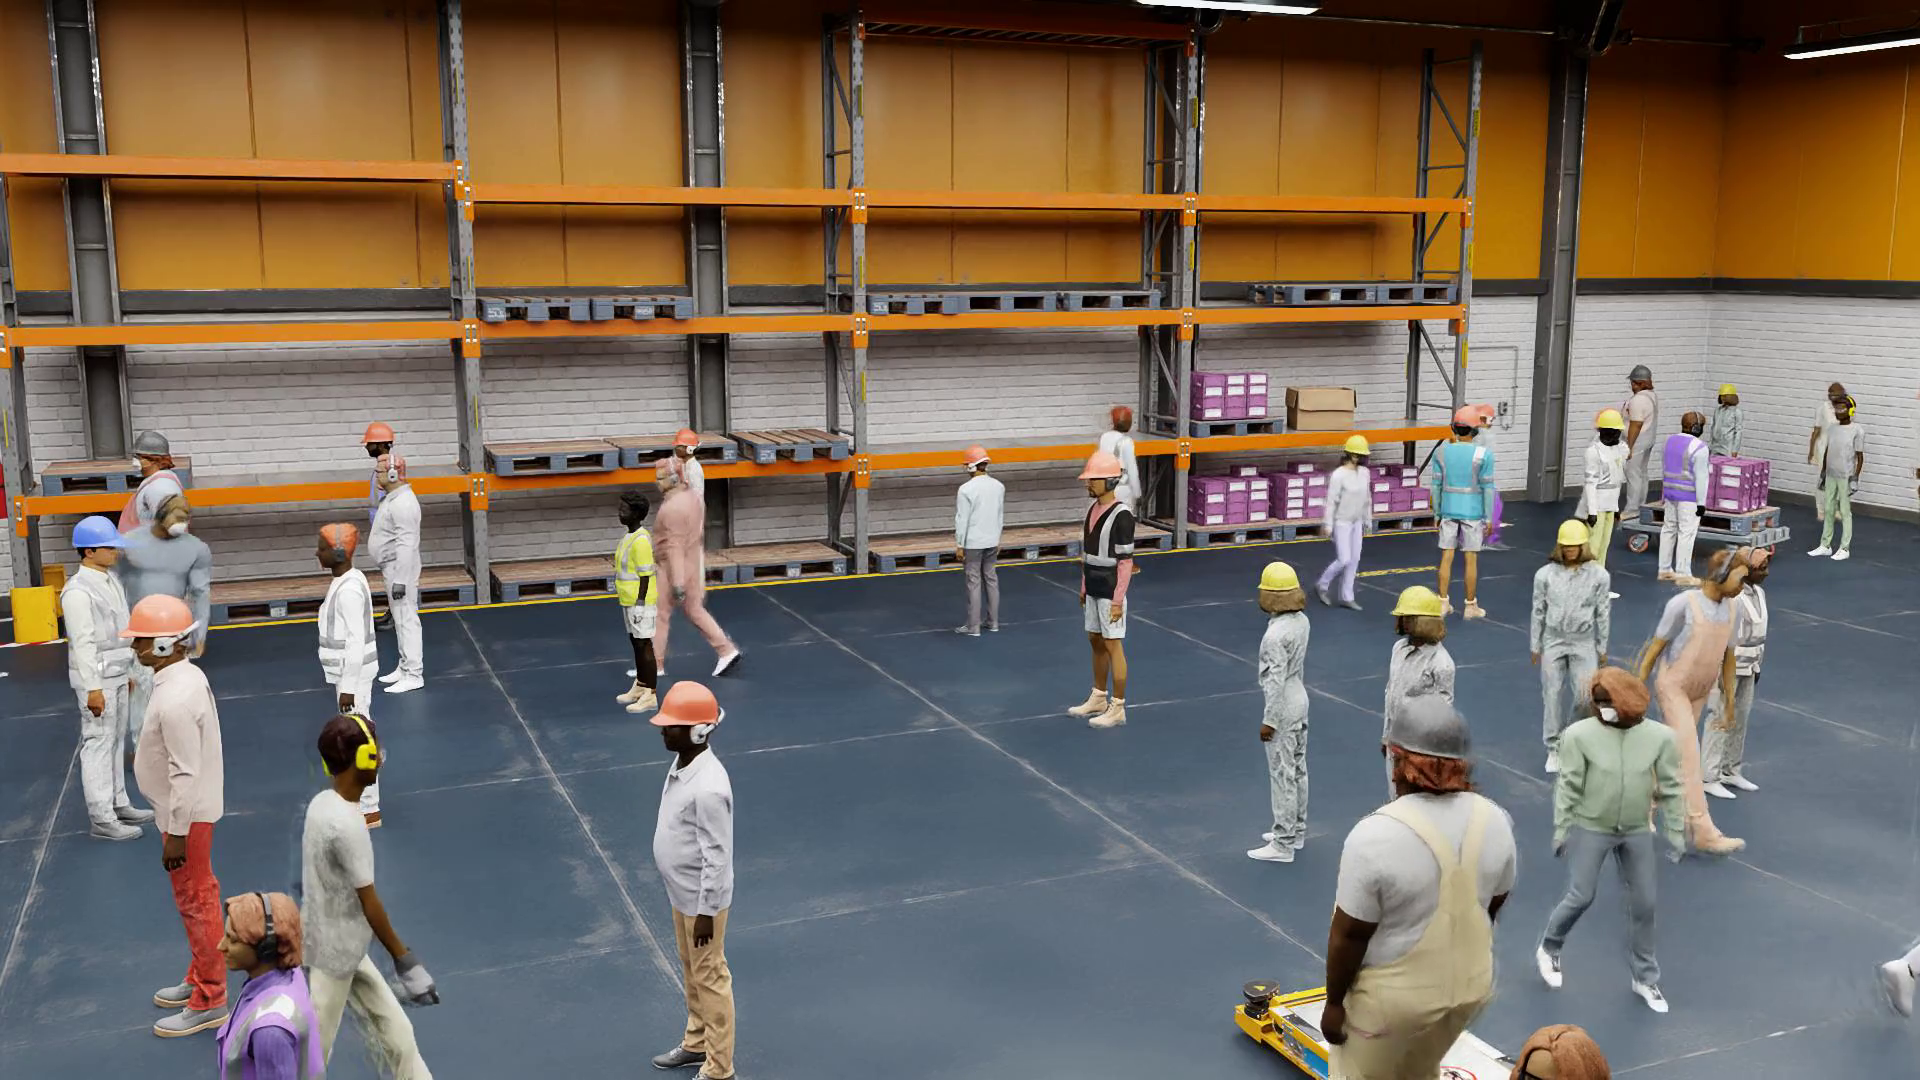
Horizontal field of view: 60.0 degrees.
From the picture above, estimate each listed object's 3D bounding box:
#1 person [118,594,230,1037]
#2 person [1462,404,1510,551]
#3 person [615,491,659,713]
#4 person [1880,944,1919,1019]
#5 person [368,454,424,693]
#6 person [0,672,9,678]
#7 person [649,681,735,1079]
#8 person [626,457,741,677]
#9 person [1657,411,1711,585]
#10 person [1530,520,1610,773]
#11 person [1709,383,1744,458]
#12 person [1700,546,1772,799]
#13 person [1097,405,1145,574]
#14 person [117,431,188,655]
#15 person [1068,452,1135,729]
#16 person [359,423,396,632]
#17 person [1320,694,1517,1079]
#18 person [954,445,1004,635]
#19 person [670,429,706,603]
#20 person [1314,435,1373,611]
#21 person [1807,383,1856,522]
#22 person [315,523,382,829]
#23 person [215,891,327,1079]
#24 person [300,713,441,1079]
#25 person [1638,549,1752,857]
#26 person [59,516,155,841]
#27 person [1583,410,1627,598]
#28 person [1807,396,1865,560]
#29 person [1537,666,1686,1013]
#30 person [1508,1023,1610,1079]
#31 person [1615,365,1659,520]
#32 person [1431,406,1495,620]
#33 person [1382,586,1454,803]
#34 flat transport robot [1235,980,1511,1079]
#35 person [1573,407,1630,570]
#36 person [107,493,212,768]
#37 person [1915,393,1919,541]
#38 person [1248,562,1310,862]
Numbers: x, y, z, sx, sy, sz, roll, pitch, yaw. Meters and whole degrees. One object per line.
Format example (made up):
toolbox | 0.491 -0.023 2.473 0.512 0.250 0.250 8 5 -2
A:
person | -3.518 1.223 7.503 0.382 1.995 0.612 -4 11 -23
person | 6.195 -0.725 19.489 0.665 1.720 0.575 -3 10 -14
person | -2.478 0.463 12.727 0.318 1.700 0.535 -4 11 -23
person | 4.525 1.328 7.317 0.649 1.851 0.542 1 10 7
person | -4.511 0.259 13.310 0.407 1.908 0.641 -4 11 -23
person | -8.181 0.358 13.557 0.559 1.617 0.530 -5 11 -26
person | -1.115 1.440 6.933 0.322 1.755 0.563 -4 11 -23
person | -2.278 0.233 13.598 0.917 1.859 0.648 2 10 9
person | 7.665 -0.444 17.582 0.430 1.836 0.628 -3 10 -16
person | 4.076 0.718 11.152 0.501 1.731 0.362 4 10 20
person | 10.272 -1.233 22.371 0.288 1.746 0.487 -4 11 -23
person | 5.009 0.844 10.734 0.520 1.634 0.316 -8 13 -39
person | 1.744 -0.537 17.993 0.480 1.869 0.613 -6 11 -30
person | -6.673 0.112 13.767 0.537 2.000 0.682 -4 11 -23
person | 1.049 0.366 12.298 0.378 2.044 0.607 -4 11 -23
person | -5.328 -0.121 15.410 0.361 1.938 0.545 -4 11 -23
person | 1.565 1.502 5.757 0.710 2.000 0.678 -4 11 -24
person | 0.154 0.000 15.274 0.563 1.744 0.347 -9 14 -43
person | -2.717 -0.235 16.580 0.322 1.755 0.563 -4 11 -23
person | 3.775 -0.165 16.202 0.560 1.747 0.461 -8 12 -37
person | 11.308 -1.128 21.542 0.616 1.821 0.374 0 10 2
person | -3.720 0.827 10.105 0.356 1.883 0.574 -4 11 -23
person | -2.044 1.834 4.992 0.309 1.645 0.514 -4 11 -23
person | -2.219 1.549 6.185 0.998 1.794 0.559 -3 10 -19
person | 4.304 0.941 9.726 0.595 1.782 0.888 -4 11 -24
person | -5.124 0.819 9.962 0.384 1.948 0.605 -2 10 -11
person | 6.474 -0.346 16.731 0.587 1.927 0.363 -10 14 -44
person | 10.036 -0.709 18.994 0.328 1.872 0.514 -4 11 -23
person | 3.078 1.367 7.799 0.591 1.614 0.457 1 10 5
person | 1.458 1.982 4.159 0.280 1.636 0.500 -4 11 -23
person | 8.777 -1.264 21.696 0.538 2.000 0.683 8 13 38
person | 4.798 -0.256 15.871 0.608 2.048 0.365 7 12 37
person | 2.423 1.103 8.916 0.297 1.744 0.487 -4 11 -23
flat transport robot | 1.817 2.176 6.970 0.652 0.197 1.431 -4 11 -23
person | 6.820 -0.495 17.703 0.472 1.883 0.618 -6 11 -29
person | -5.429 0.620 11.284 0.711 1.882 0.709 -6 12 -33
person | 11.835 -0.960 20.141 0.712 1.990 0.416 -8 13 -40
person | 1.842 0.986 9.603 0.313 1.739 0.484 6 11 30
